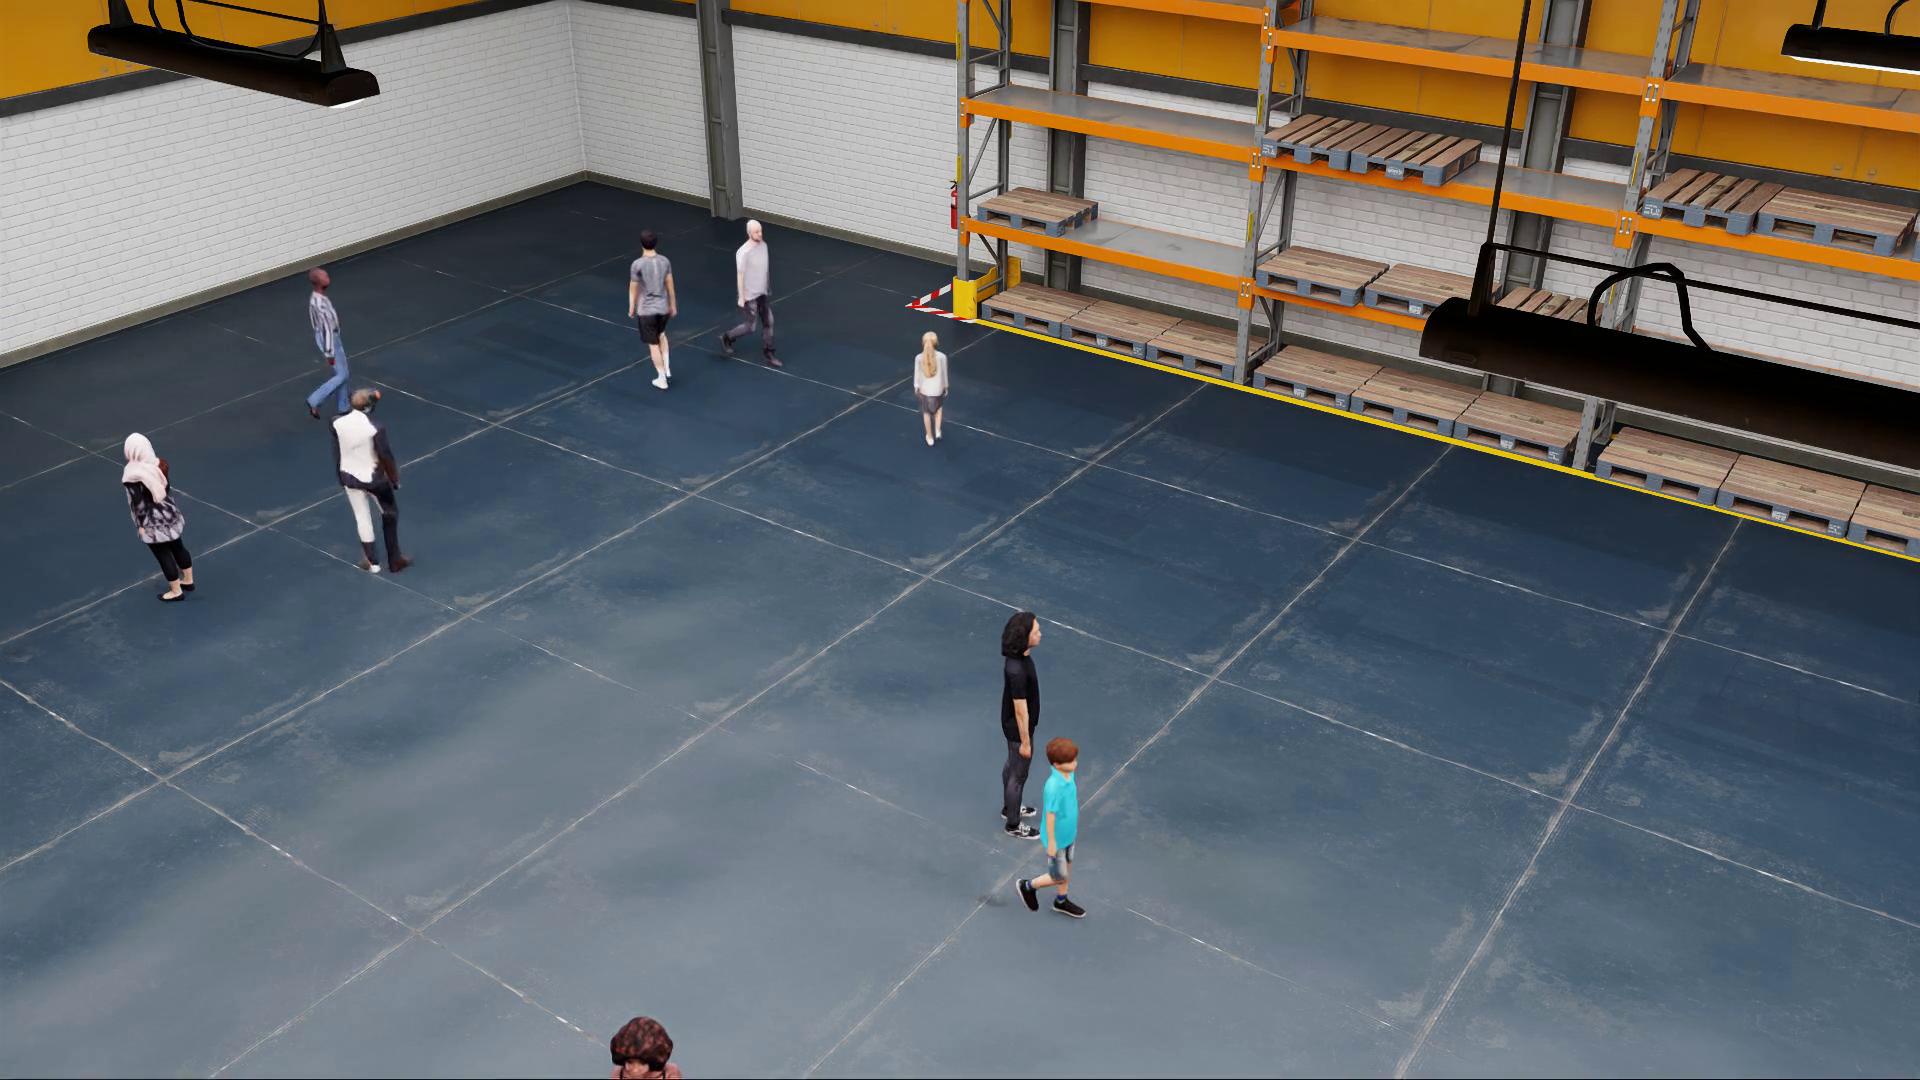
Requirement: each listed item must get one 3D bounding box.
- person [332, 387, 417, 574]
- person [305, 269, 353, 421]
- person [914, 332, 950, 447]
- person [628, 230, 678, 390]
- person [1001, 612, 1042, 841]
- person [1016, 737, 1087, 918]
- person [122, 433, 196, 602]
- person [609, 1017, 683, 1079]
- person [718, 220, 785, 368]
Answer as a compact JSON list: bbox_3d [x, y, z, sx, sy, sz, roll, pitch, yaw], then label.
[{"bbox_3d":[-5.507,-0.565,15.383,0.742,1.863,0.867,-5,29,-9],"label":"person"},{"bbox_3d":[-7.012,-2.101,18.289,0.911,1.778,0.895,-13,31,-22],"label":"person"},{"bbox_3d":[-0.303,-1.616,17.934,0.676,1.266,0.735,-2,29,-5],"label":"person"},{"bbox_3d":[-3.490,-2.625,19.162,0.774,1.860,0.816,-21,35,-33],"label":"person"},{"bbox_3d":[0.422,1.306,11.981,0.739,1.836,0.710,-1,29,-2],"label":"person"},{"bbox_3d":[0.611,1.940,11.229,0.734,1.444,0.586,14,31,23],"label":"person"},{"bbox_3d":[-7.222,-0.212,14.973,0.741,1.636,0.724,6,29,11],"label":"person"},{"bbox_3d":[-1.593,3.162,8.629,0.652,1.788,0.719,-3,29,-6],"label":"person"},{"bbox_3d":[-2.527,-2.936,19.791,1.040,1.805,0.723,15,32,25],"label":"person"}]
